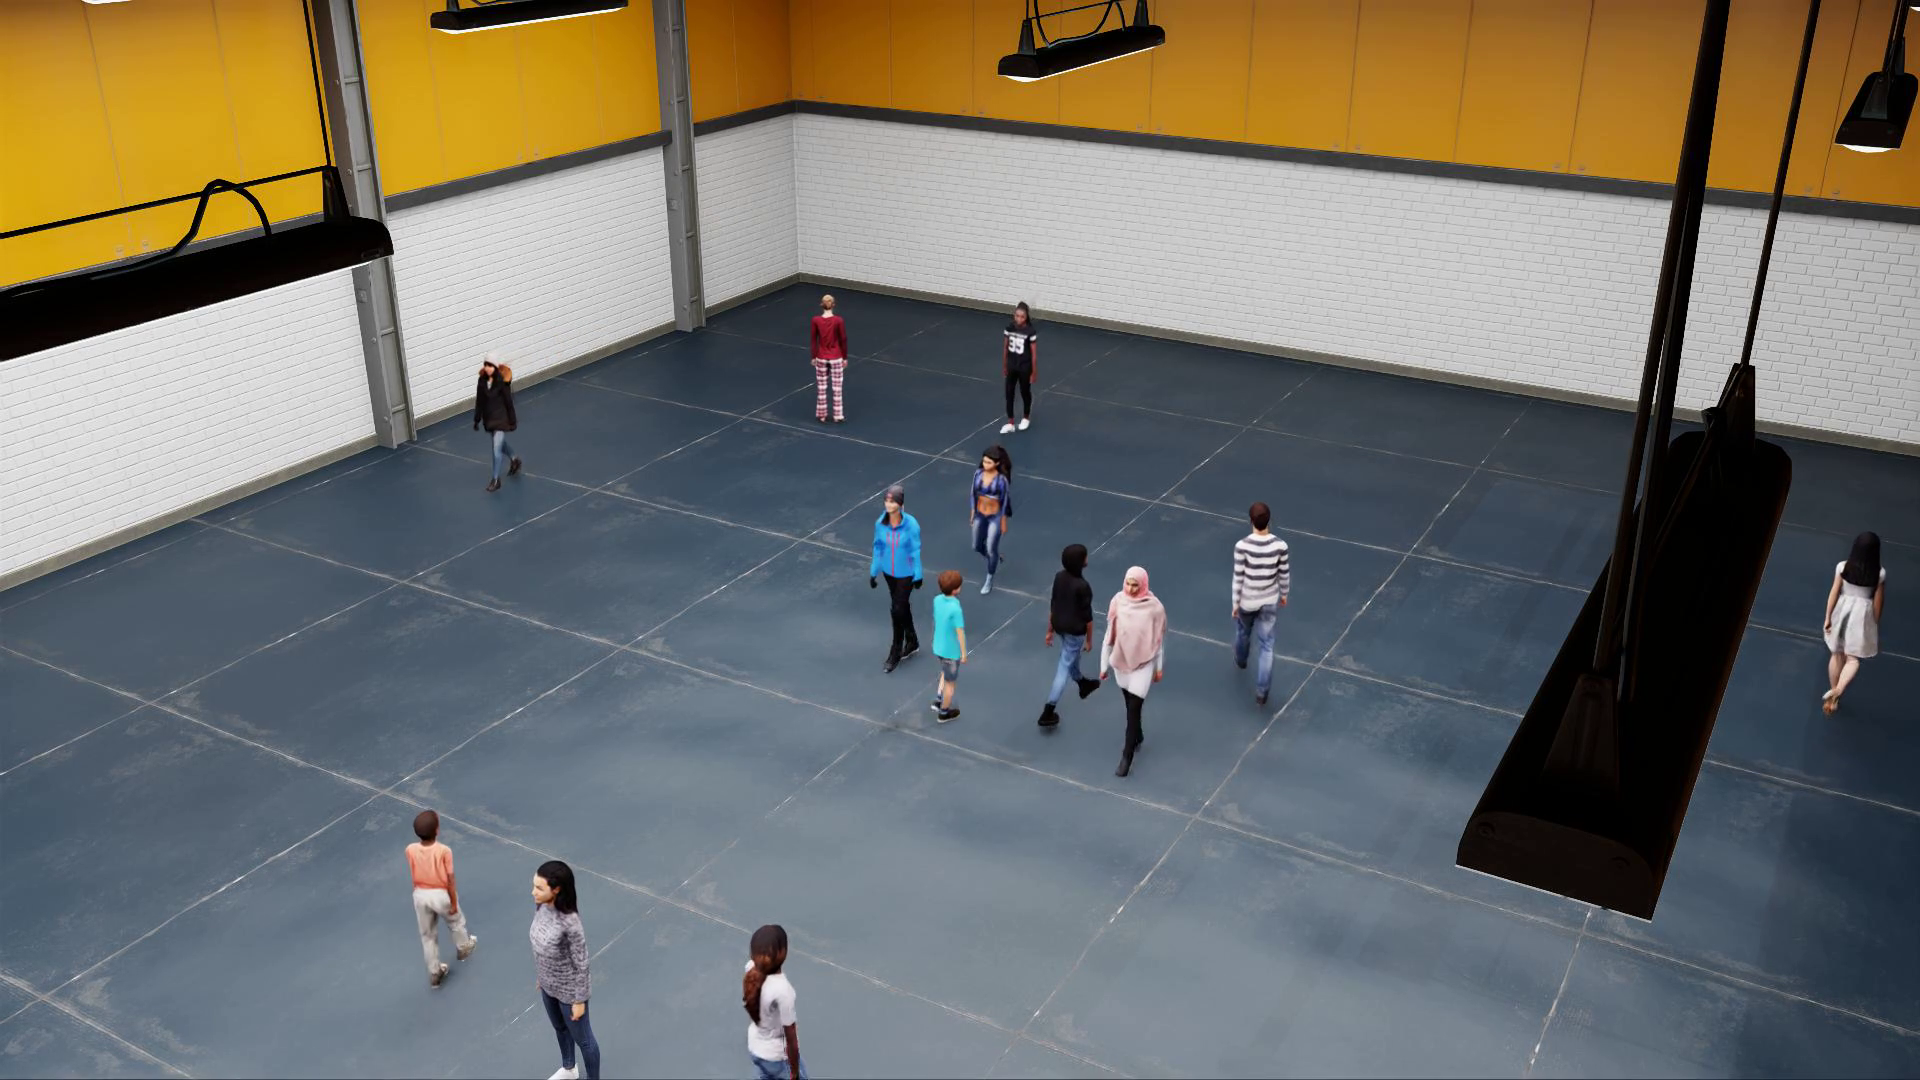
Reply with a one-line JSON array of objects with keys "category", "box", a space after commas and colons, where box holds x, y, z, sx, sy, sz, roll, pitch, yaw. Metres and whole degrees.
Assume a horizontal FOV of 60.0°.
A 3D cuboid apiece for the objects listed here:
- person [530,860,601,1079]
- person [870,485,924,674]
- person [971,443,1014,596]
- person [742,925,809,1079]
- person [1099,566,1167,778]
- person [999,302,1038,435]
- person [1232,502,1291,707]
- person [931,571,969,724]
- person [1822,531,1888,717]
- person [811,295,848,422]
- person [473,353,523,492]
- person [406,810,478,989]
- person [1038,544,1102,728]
[{"category": "person", "box": [-2.414, 2.695, 10.155, 0.660, 1.732, 0.601, 21, 31, 39]}, {"category": "person", "box": [-0.516, 0.307, 15.568, 0.653, 1.772, 0.838, 15, 28, 31]}, {"category": "person", "box": [0.332, -0.235, 17.012, 0.624, 1.608, 0.690, 12, 26, 26]}, {"category": "person", "box": [-1.132, 2.979, 9.541, 1.021, 1.704, 0.792, -17, 29, -34]}, {"category": "person", "box": [1.480, 1.024, 13.934, 0.702, 1.767, 1.052, 10, 26, 22]}, {"category": "person", "box": [0.812, -2.243, 21.477, 0.638, 1.711, 0.843, 13, 27, 27]}, {"category": "person", "box": [2.673, 0.615, 14.846, 1.087, 1.786, 1.330, 1, 24, 3]}, {"category": "person", "box": [-0.163, 0.940, 14.534, 0.634, 1.439, 0.627, -16, 28, -32]}, {"category": "person", "box": [7.759, 0.787, 14.488, 0.689, 1.756, 1.017, 16, 28, 32]}, {"category": "person", "box": [-1.720, -2.397, 21.848, 0.713, 1.696, 0.707, 2, 24, 3]}, {"category": "person", "box": [-5.480, -1.447, 19.791, 0.712, 1.603, 1.071, 9, 25, 20]}, {"category": "person", "box": [-3.580, 2.453, 11.259, 0.675, 1.290, 0.807, 0, 24, 0]}, {"category": "person", "box": [0.914, 0.864, 14.442, 0.738, 1.653, 1.199, 19, 30, 36]}]
